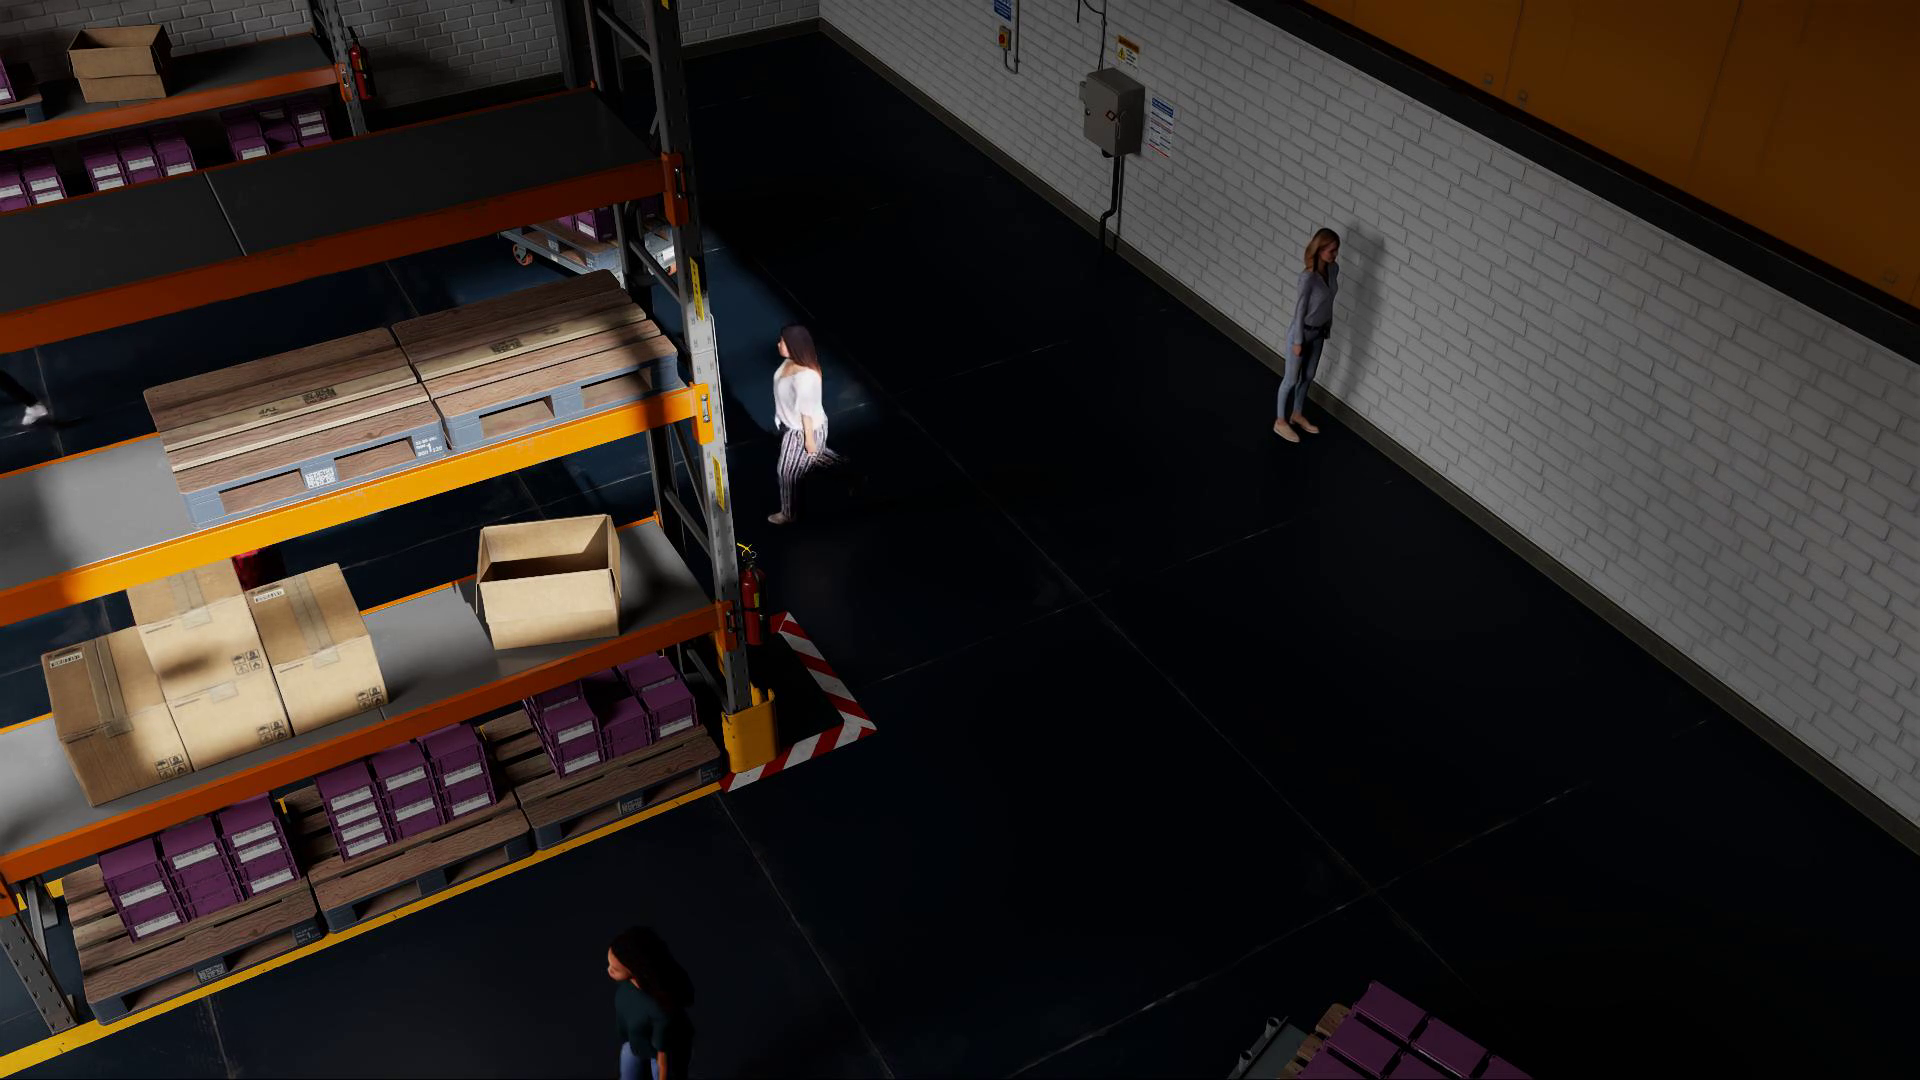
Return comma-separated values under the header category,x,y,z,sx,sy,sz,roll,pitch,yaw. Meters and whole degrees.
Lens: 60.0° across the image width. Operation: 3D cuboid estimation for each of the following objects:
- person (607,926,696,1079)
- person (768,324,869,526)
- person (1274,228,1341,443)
category,x,y,z,sx,sy,sz,roll,pitch,yaw
person,-1.354,2.366,7.935,0.616,1.604,0.617,-25,45,-28
person,-1.044,-0.826,11.890,1.105,1.656,0.928,-4,39,-5
person,2.656,-1.576,12.718,0.504,1.795,0.680,-28,46,-30
